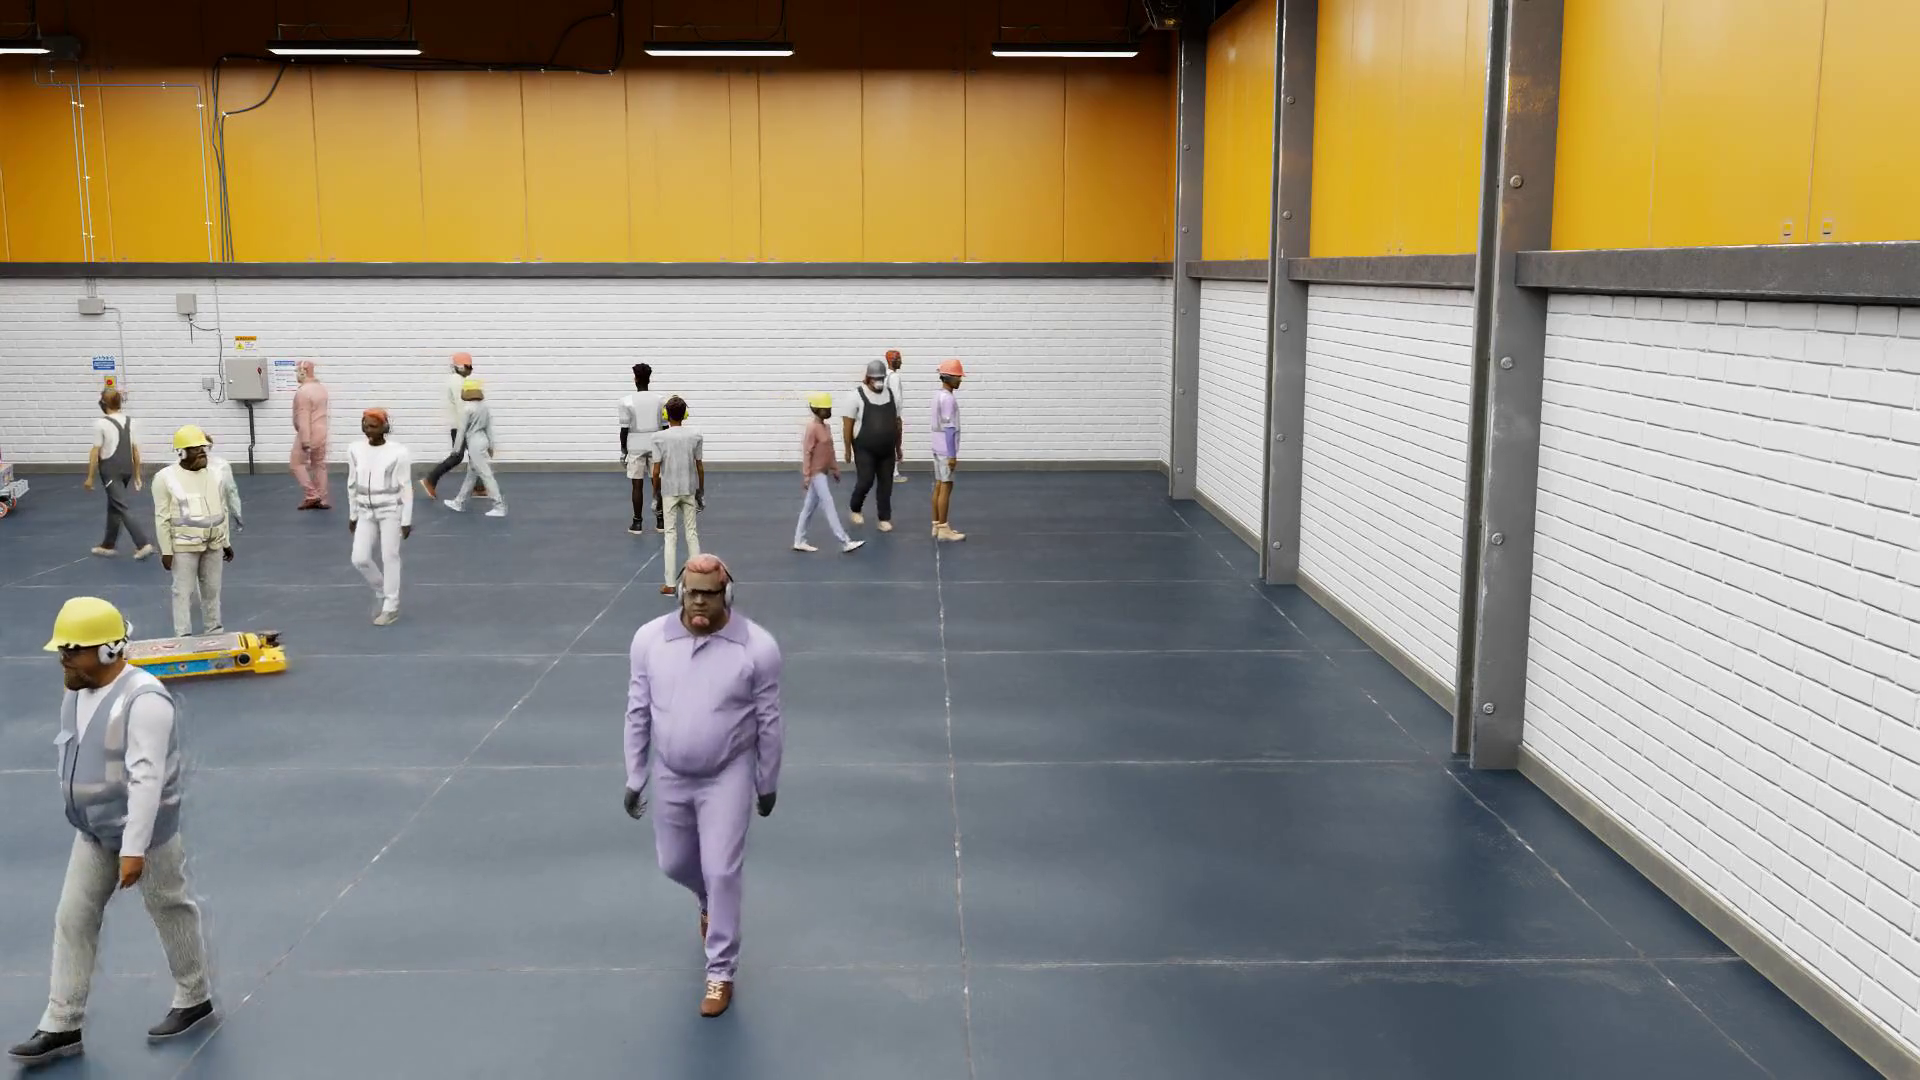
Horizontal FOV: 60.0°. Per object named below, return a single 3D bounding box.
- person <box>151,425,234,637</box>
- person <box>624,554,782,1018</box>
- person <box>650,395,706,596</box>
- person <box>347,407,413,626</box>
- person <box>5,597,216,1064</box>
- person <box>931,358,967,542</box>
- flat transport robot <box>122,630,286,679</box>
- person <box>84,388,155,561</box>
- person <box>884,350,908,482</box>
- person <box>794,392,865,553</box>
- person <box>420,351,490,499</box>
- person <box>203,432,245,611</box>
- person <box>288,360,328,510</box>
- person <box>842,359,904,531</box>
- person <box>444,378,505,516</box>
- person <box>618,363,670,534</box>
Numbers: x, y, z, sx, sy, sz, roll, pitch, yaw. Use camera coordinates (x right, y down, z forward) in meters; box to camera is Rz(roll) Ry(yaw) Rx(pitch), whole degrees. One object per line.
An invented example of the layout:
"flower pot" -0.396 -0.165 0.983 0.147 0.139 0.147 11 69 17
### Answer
"person" -5.918 0.024 12.900 0.404 1.836 0.600 6 11 32
"person" -1.061 0.963 7.023 0.644 1.880 0.786 1 9 8
"person" -2.622 -0.410 15.460 0.514 1.872 0.328 -4 10 -23
"person" -4.941 -0.197 14.148 0.617 1.868 0.413 2 9 10
"person" -3.274 1.117 6.332 0.615 1.797 0.832 5 11 29
"person" -0.124 -1.007 18.599 0.393 2.040 0.611 -2 9 -12
"flat transport robot" -5.835 0.883 12.422 1.431 0.197 0.652 -4 10 -25
"person" -8.767 -0.685 17.344 0.934 1.813 0.511 3 10 17
"person" -0.974 -1.764 23.725 0.356 1.881 0.575 -4 10 -24
"person" -1.407 -0.704 17.687 0.877 1.717 0.547 3 10 16
"person" -6.628 -1.496 21.853 0.886 1.965 0.624 -1 9 -6
"person" -6.620 -0.147 14.676 0.524 1.598 0.834 -9 13 -43
"person" -8.205 -1.311 20.922 0.485 1.887 0.661 1 9 7
"person" -0.998 -1.109 19.226 0.712 2.000 0.632 -6 11 -33
"person" -6.013 -1.137 20.483 0.937 1.685 0.495 2 10 14
"person" -3.613 -1.048 19.080 0.606 1.966 0.367 -4 10 -24
